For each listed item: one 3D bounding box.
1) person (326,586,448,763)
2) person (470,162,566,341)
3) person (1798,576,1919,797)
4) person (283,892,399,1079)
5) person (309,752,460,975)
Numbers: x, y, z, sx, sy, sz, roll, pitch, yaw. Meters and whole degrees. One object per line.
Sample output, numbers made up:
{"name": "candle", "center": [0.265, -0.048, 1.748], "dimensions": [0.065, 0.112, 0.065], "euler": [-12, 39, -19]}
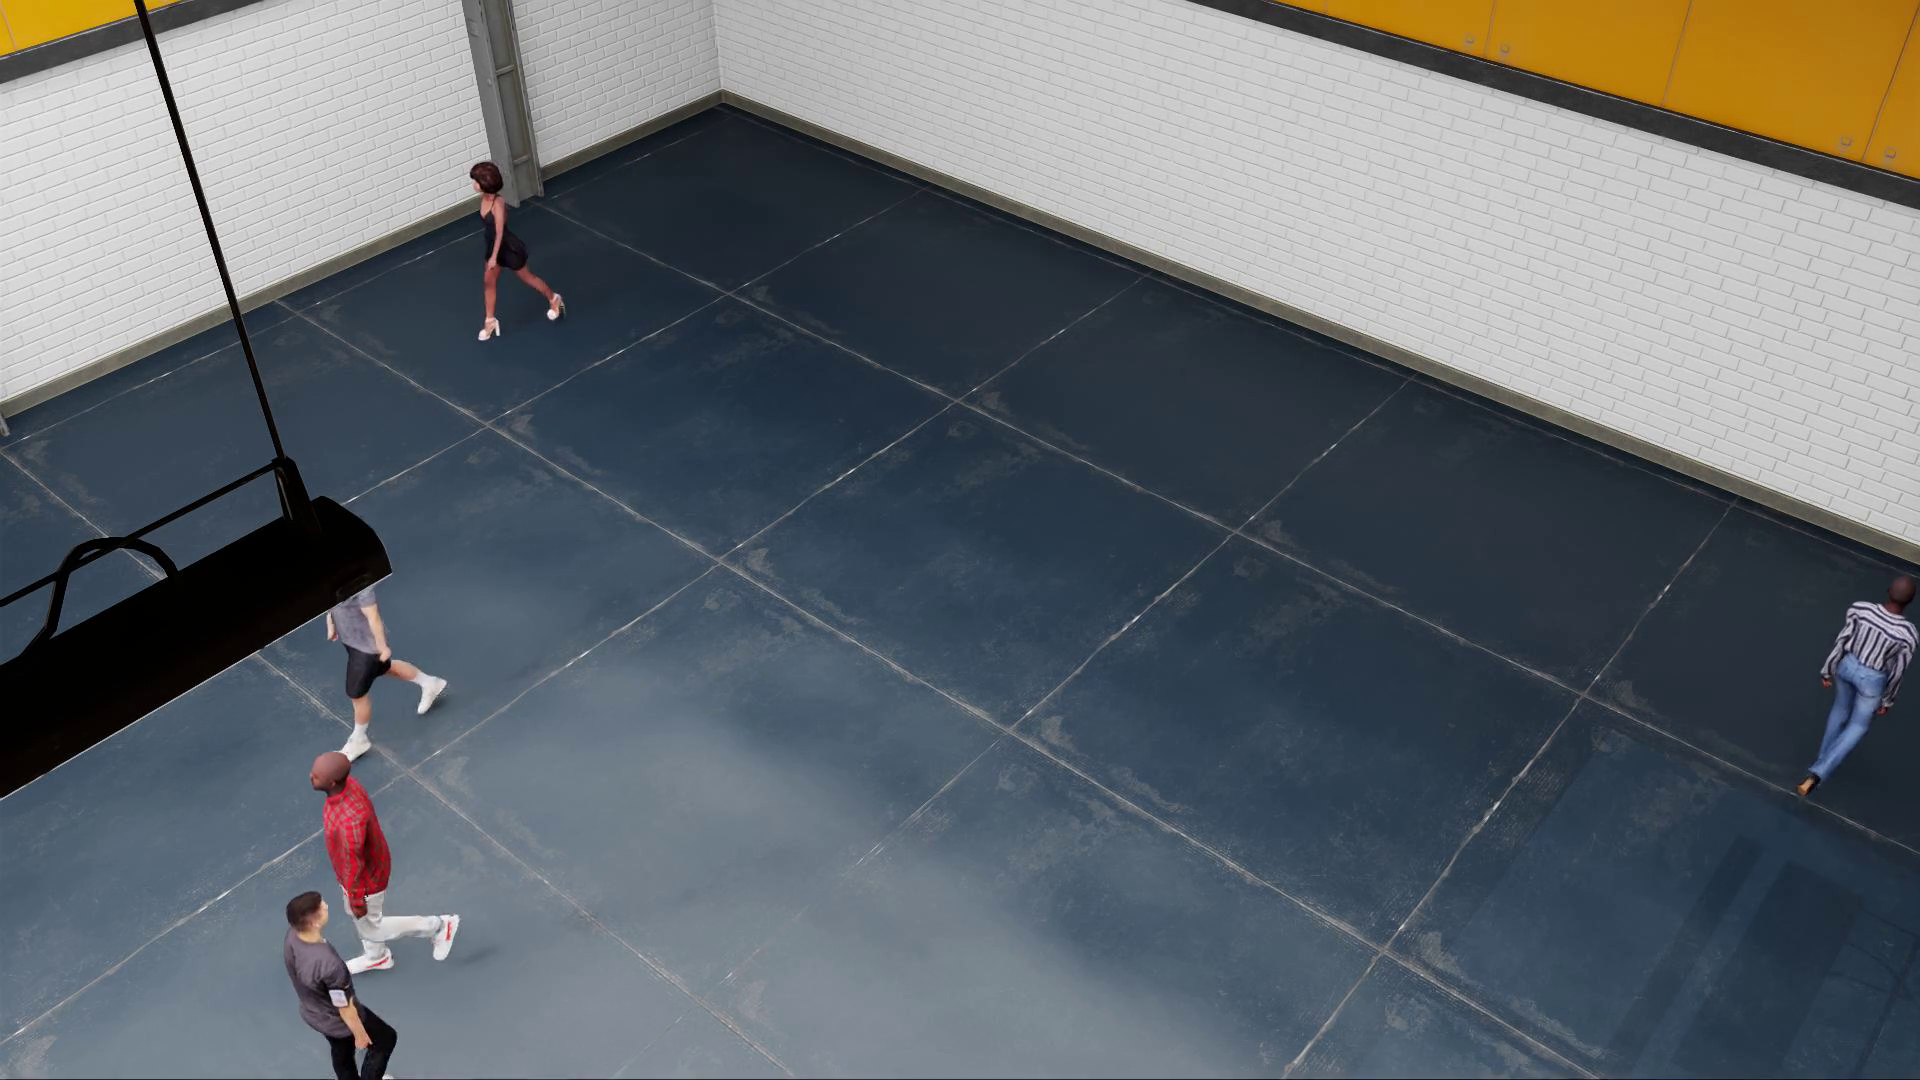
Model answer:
{"name": "person", "center": [-3.990, 0.619, 11.350], "dimensions": [0.730, 1.842, 1.200], "euler": [31, 48, 33]}
{"name": "person", "center": [-4.177, -2.722, 15.614], "dimensions": [1.126, 1.741, 0.604], "euler": [-31, 48, -33]}
{"name": "person", "center": [5.892, 0.984, 10.946], "dimensions": [1.028, 1.775, 0.731], "euler": [-29, 47, -31]}
{"name": "person", "center": [-3.429, 2.589, 8.958], "dimensions": [0.633, 1.748, 0.586], "euler": [28, 47, 31]}
{"name": "person", "center": [-3.429, 1.909, 9.764], "dimensions": [1.097, 1.805, 0.932], "euler": [-15, 41, -18]}
